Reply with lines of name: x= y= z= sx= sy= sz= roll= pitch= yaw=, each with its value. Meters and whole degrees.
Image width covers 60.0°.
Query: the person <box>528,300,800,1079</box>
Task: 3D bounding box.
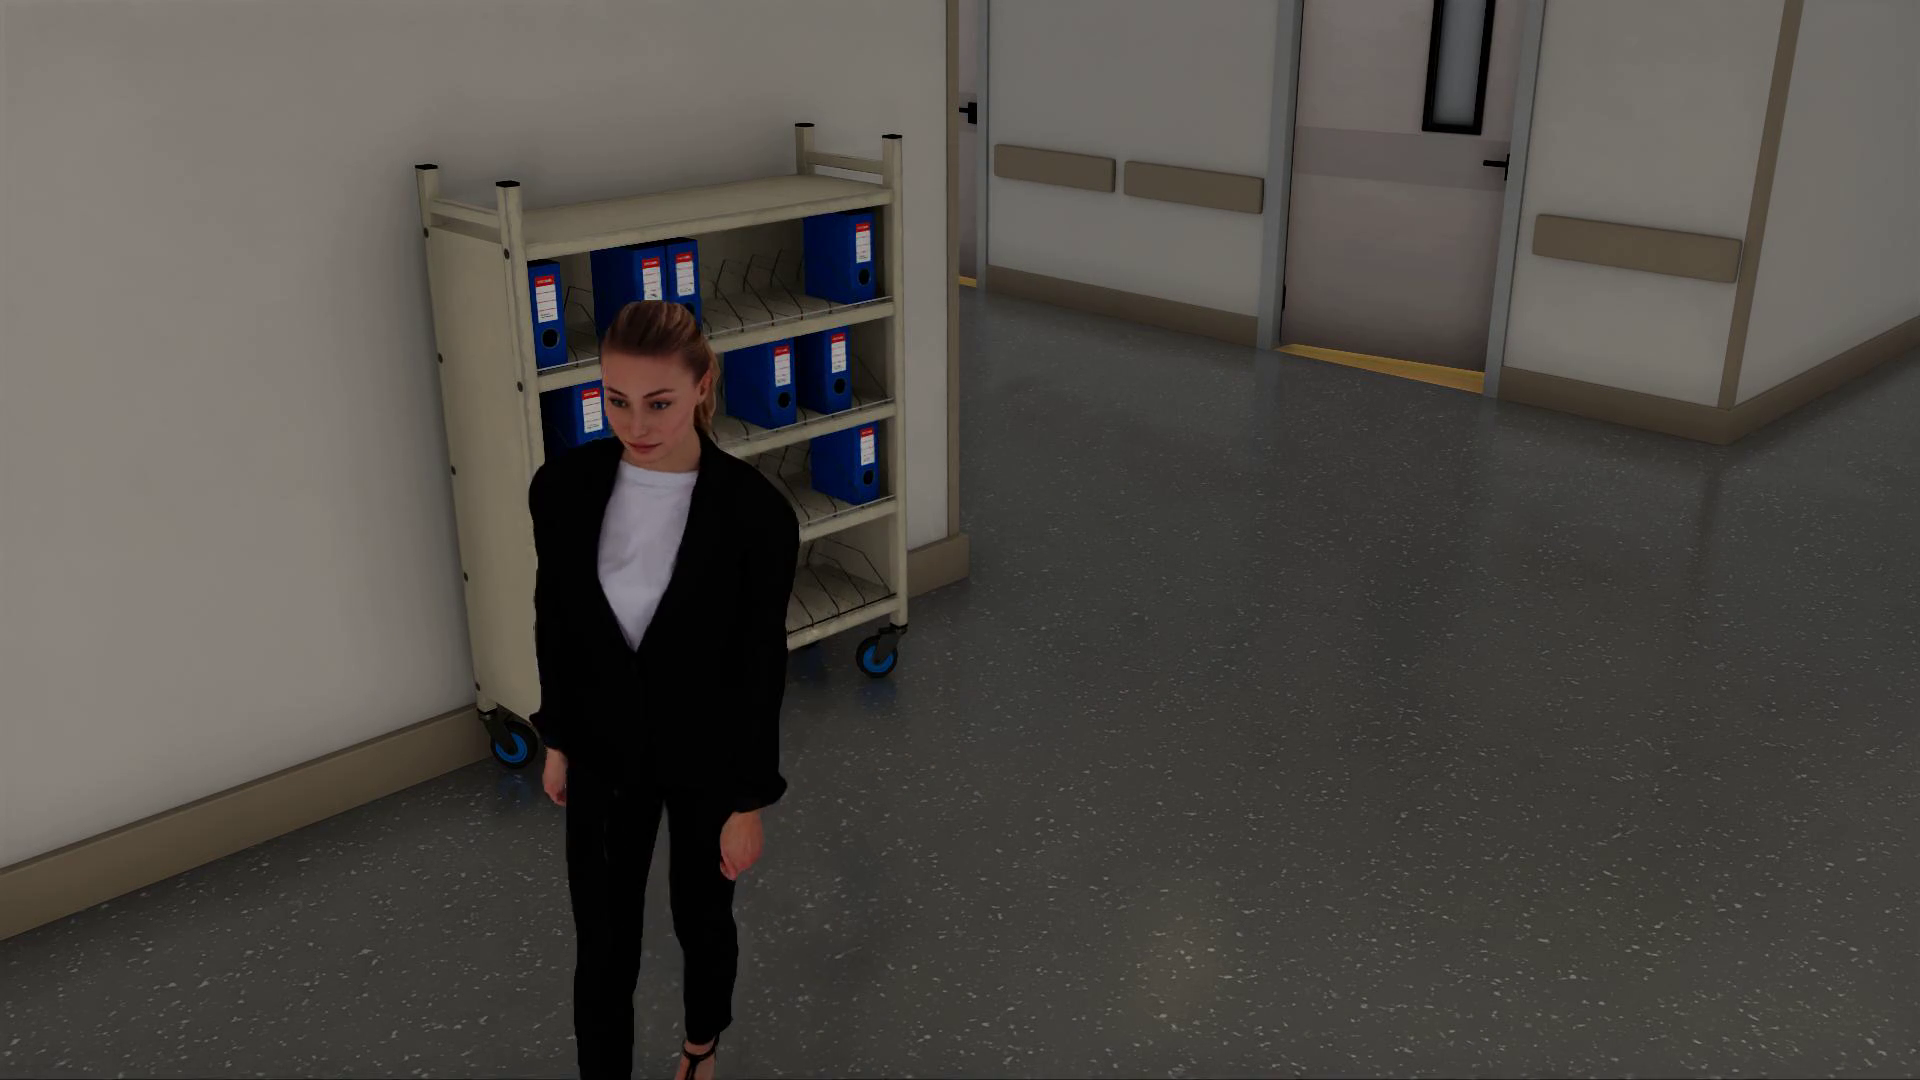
person: x=-0.482 y=0.377 z=2.901 sx=0.864 sy=1.667 sz=0.928 roll=4 pitch=21 yaw=9
